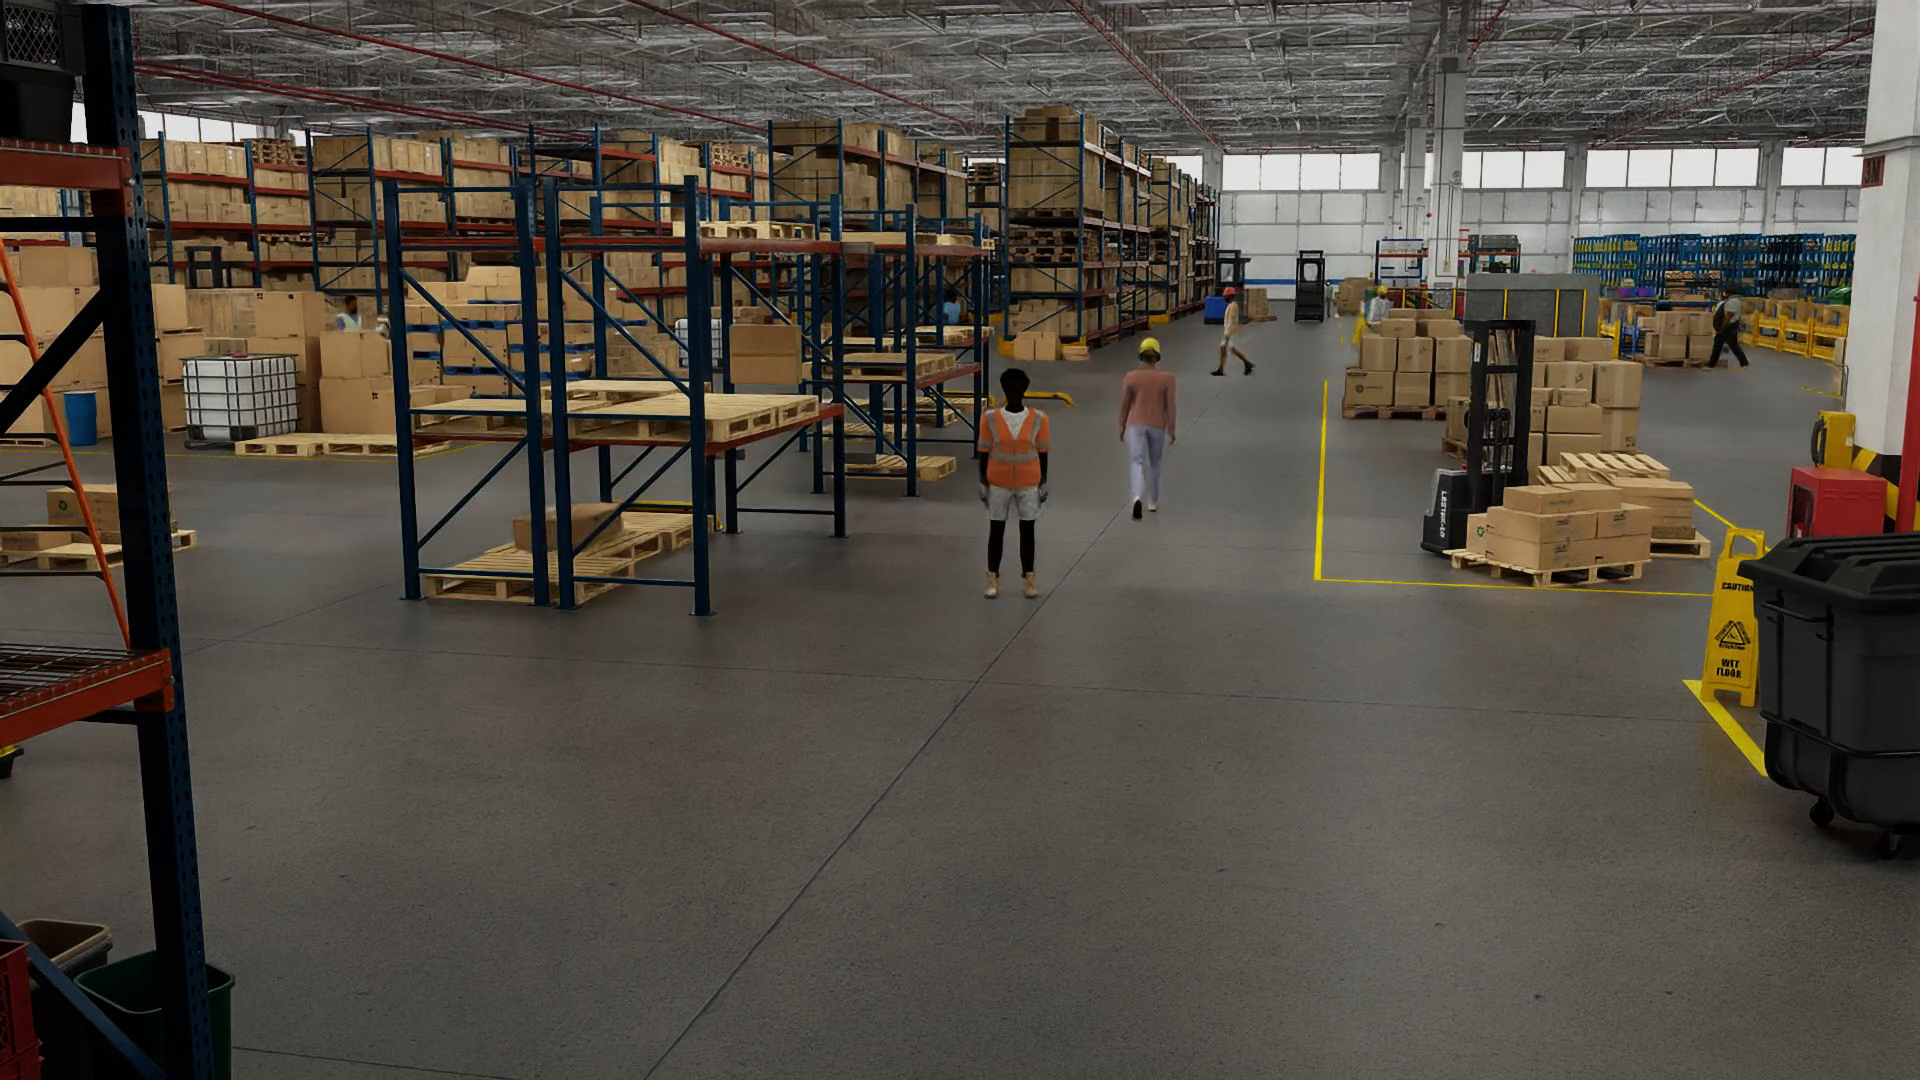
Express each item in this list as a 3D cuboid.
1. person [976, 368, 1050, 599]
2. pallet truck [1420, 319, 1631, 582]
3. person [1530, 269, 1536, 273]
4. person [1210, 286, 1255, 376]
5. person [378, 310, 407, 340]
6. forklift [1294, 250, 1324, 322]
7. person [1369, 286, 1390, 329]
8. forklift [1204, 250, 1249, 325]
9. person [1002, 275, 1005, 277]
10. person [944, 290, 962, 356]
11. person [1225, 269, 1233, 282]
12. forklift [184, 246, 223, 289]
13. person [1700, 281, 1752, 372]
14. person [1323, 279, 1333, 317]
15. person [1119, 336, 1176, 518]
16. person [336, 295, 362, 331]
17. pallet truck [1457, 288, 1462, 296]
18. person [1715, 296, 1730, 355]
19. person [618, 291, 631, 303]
[{"bbox_3d":[0.390,-0.408,12.117,0.540,1.697,0.317,0,10,0],"label":"person"},{"bbox_3d":[4.543,-0.757,13.299,0.823,1.965,1.885,-4,10,-22],"label":"pallet truck"},{"bbox_3d":[27.905,-12.188,81.047,0.446,1.974,0.641,-1,10,-8],"label":"person"},{"bbox_3d":[5.809,-4.422,35.287,0.860,1.911,0.556,0,10,-2],"label":"person"},{"bbox_3d":[-8.540,-2.657,25.095,0.432,1.819,0.509,6,11,33],"label":"person"},{"bbox_3d":[13.778,-10.002,65.433,1.129,2.768,1.873,2,10,12],"label":"forklift"},{"bbox_3d":[10.783,-5.574,42.418,0.606,1.787,0.892,-8,12,-38],"label":"person"},{"bbox_3d":[9.910,-9.381,61.759,1.129,2.768,1.873,6,11,30],"label":"forklift"},{"bbox_3d":[2.366,-13.151,86.913,0.560,1.920,0.400,0,10,-2],"label":"person"},{"bbox_3d":[-0.204,-5.579,42.772,0.564,1.677,0.458,-7,12,-36],"label":"person"},{"bbox_3d":[14.764,-13.900,91.375,0.652,1.919,0.468,-7,12,-35],"label":"person"},{"bbox_3d":[-20.364,-6.537,44.918,1.129,2.768,1.873,2,10,12],"label":"forklift"},{"bbox_3d":[16.929,-4.705,36.548,0.973,2.000,0.677,2,10,13],"label":"person"},{"bbox_3d":[15.645,-10.287,70.810,0.507,1.632,0.267,-2,10,-12],"label":"person"},{"bbox_3d":[1.802,-1.087,16.034,0.540,1.742,0.819,1,10,6],"label":"person"},{"bbox_3d":[-10.410,-3.224,28.275,0.878,1.892,0.604,3,10,16],"label":"person"},{"bbox_3d":[20.506,-9.785,68.819,0.653,1.274,1.630,2,10,12],"label":"pallet truck"},{"bbox_3d":[19.844,-5.639,43.104,0.554,1.682,0.368,3,10,19],"label":"person"},{"bbox_3d":[-6.327,-3.841,31.868,0.957,1.888,0.569,3,10,16],"label":"person"}]
